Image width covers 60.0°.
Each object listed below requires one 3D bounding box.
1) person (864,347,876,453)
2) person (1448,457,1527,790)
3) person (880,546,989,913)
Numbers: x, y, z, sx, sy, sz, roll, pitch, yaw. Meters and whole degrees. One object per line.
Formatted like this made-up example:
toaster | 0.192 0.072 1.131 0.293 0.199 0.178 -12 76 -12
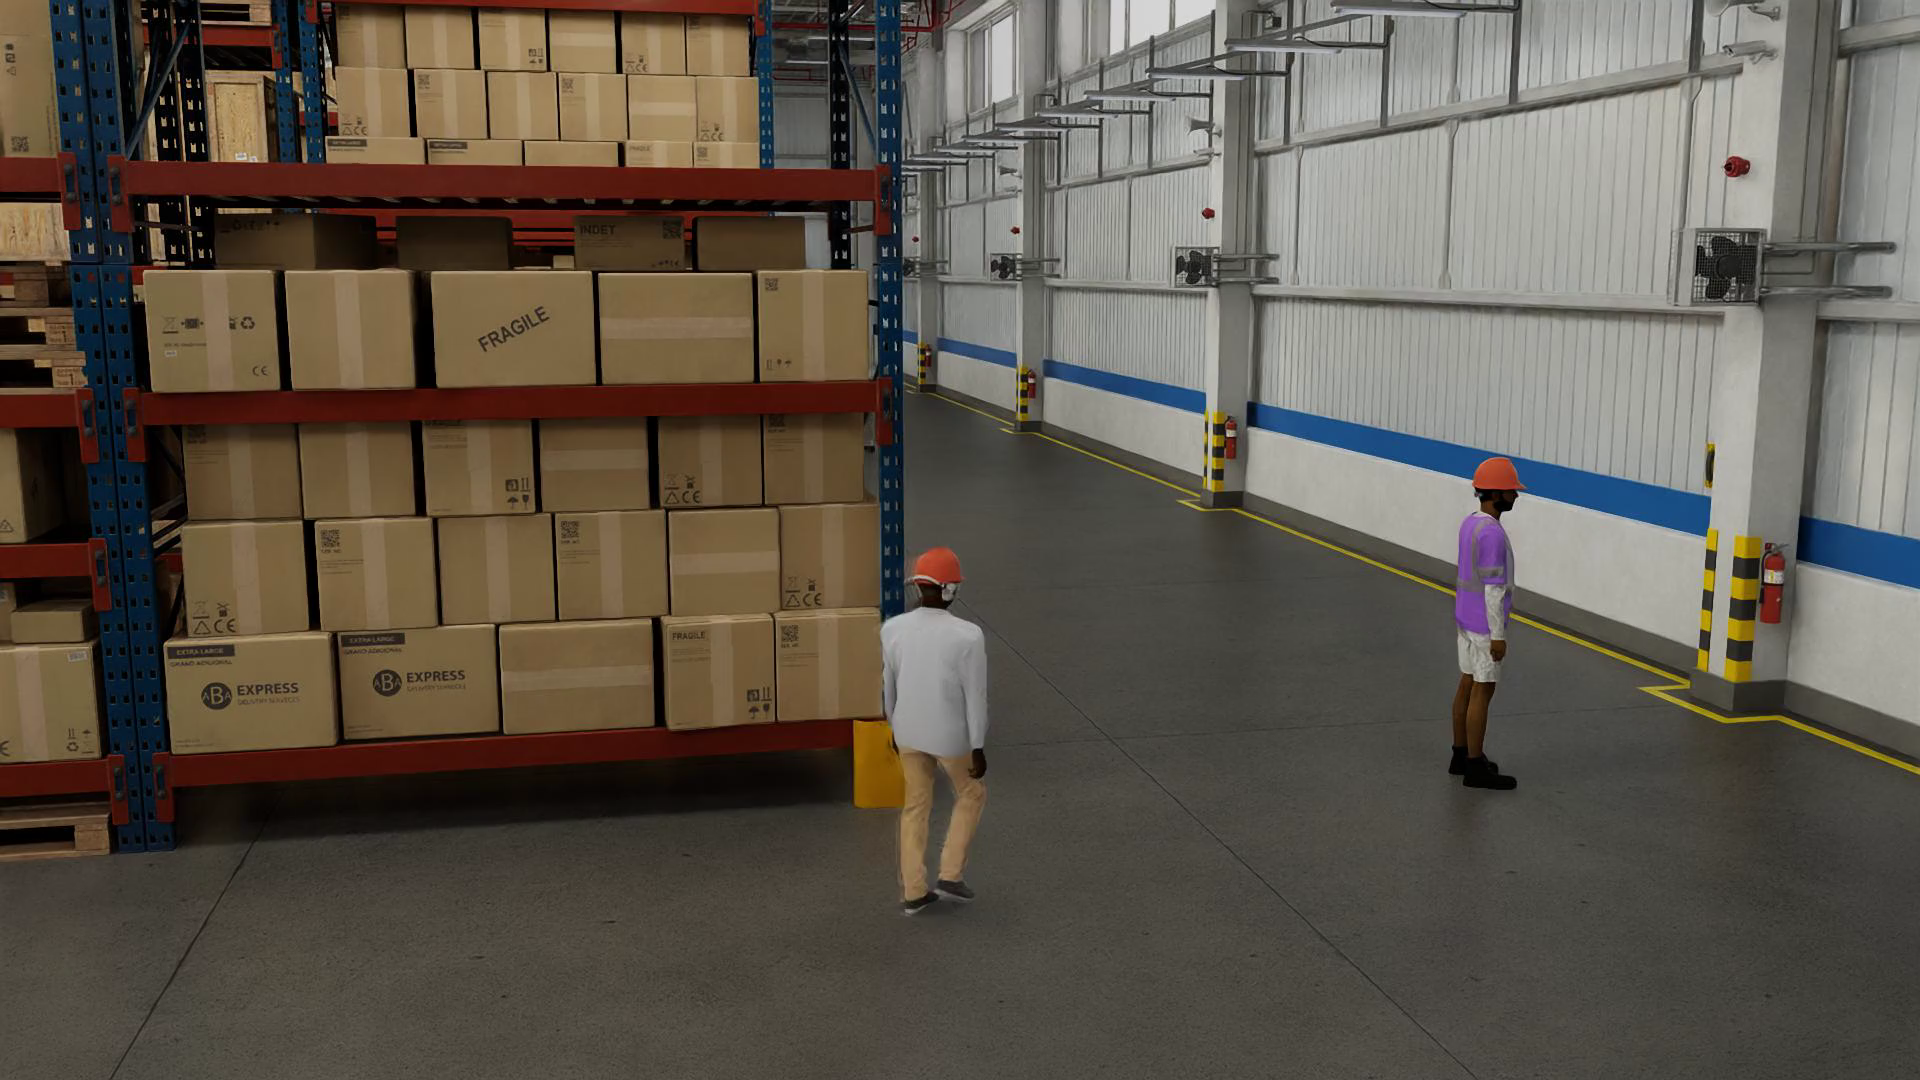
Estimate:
person | -1.603 -2.326 27.359 0.406 1.783 0.706 -4 10 -25
person | 3.090 0.479 9.744 0.360 1.939 0.543 0 9 0
person | -0.098 0.892 7.837 0.597 1.733 0.479 5 11 29
